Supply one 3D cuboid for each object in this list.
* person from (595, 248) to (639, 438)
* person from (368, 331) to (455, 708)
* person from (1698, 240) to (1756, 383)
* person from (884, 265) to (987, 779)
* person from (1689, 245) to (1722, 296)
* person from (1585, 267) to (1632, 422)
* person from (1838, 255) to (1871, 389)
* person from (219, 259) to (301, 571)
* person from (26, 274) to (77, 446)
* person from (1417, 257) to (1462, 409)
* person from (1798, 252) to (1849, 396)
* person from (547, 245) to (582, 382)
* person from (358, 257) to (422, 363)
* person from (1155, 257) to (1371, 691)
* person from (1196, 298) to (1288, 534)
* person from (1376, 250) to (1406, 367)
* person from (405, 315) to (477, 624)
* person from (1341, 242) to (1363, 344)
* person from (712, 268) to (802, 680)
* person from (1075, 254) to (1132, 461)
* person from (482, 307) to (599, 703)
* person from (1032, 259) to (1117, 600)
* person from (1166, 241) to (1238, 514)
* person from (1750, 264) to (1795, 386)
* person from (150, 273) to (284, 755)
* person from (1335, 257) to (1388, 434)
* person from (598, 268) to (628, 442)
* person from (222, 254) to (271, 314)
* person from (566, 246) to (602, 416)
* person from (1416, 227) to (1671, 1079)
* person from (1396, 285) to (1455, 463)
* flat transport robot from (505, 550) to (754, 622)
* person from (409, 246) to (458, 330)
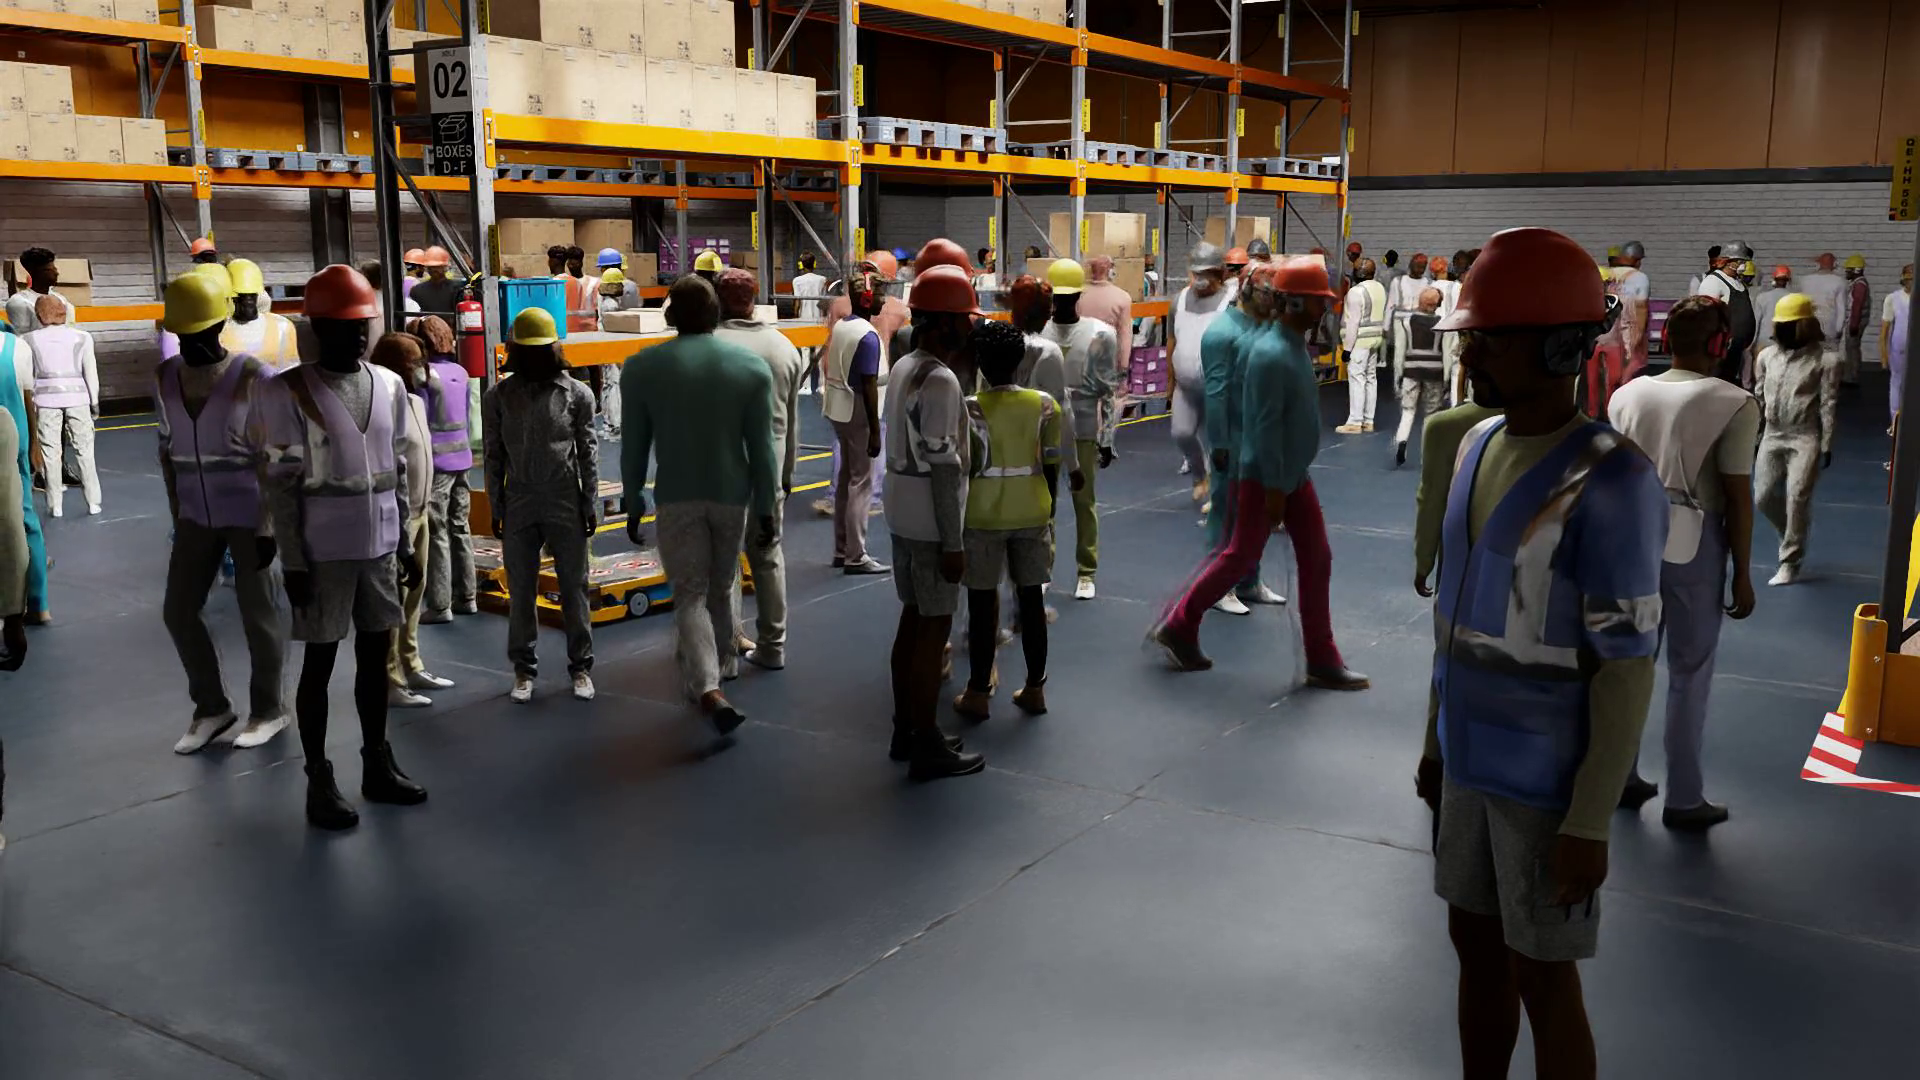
[{"bbox_3d":[-3.518,-2.011,17.066,0.414,1.939,0.605,5,11,24],"label":"person"},{"bbox_3d":[-2.426,-0.093,7.279,0.270,1.631,0.505,0,10,2],"label":"person"},{"bbox_3d":[7.732,-2.012,16.778,0.679,2.000,0.535,-9,13,-39],"label":"person"},{"bbox_3d":[-0.087,-0.065,6.302,0.387,1.930,0.544,-3,11,-18],"label":"person"},{"bbox_3d":[9.471,-2.725,20.977,0.598,1.958,0.376,-1,10,-6],"label":"person"},{"bbox_3d":[7.042,-2.116,18.222,0.579,1.727,0.611,4,11,20],"label":"person"},{"bbox_3d":[12.170,-2.968,22.708,0.449,1.818,0.594,5,11,27],"label":"person"},{"bbox_3d":[-4.181,-0.701,9.873,0.599,1.911,0.399,-9,13,-40],"label":"person"},{"bbox_3d":[-8.938,-1.774,16.300,0.577,1.737,0.354,-4,11,-23],"label":"person"},{"bbox_3d":[5.253,-2.138,18.040,0.694,1.833,0.658,-10,14,-44],"label":"person"},{"bbox_3d":[11.061,-2.760,21.416,0.882,1.874,0.642,-9,14,-42],"label":"person"},{"bbox_3d":[-4.501,-2.343,18.818,0.361,1.965,0.613,3,11,18],"label":"person"},{"bbox_3d":[-4.468,-1.235,12.891,0.660,1.903,0.858,-3,11,-18],"label":"person"},{"bbox_3d":[1.380,-0.309,7.595,0.994,1.953,0.628,6,12,30],"label":"person"},{"bbox_3d":[1.998,-0.828,11.324,0.842,1.631,0.543,-2,10,-13],"label":"person"},{"bbox_3d":[6.838,-3.680,26.491,0.518,1.874,0.329,-1,10,-8],"label":"person"},{"bbox_3d":[-2.759,-0.376,8.846,0.323,1.630,0.525,2,11,13],"label":"person"},{"bbox_3d":[6.715,-4.109,28.559,0.613,1.986,0.406,-4,11,-23],"label":"person"},{"bbox_3d":[-1.031,-0.303,7.723,0.399,1.897,0.652,10,14,43],"label":"person"},{"bbox_3d":[1.281,-1.643,15.156,0.645,1.893,0.424,5,11,24],"label":"person"},{"bbox_3d":[-1.826,-0.145,7.281,0.485,1.737,0.321,-2,10,-8],"label":"person"},{"bbox_3d":[0.586,-0.616,9.385,0.587,1.920,0.396,3,11,17],"label":"person"},{"bbox_3d":[1.831,-1.206,12.313,0.716,2.000,0.590,6,12,30],"label":"person"},{"bbox_3d":[9.448,-2.316,19.284,0.581,1.739,0.371,2,10,11],"label":"person"},{"bbox_3d":[-2.900,-0.088,6.515,0.593,1.892,0.564,2,10,9],"label":"person"},{"bbox_3d":[4.205,-2.038,17.477,0.429,1.844,0.627,9,14,42],"label":"person"},{"bbox_3d":[-3.470,-1.860,16.763,0.294,1.744,0.487,-4,11,-23],"label":"person"},{"bbox_3d":[-6.843,-1.755,15.784,0.640,1.899,1.020,-2,10,-10],"label":"person"},{"bbox_3d":[-4.383,-2.396,19.157,0.599,1.958,0.385,1,10,7],"label":"person"},{"bbox_3d":[1.066,0.429,3.246,0.373,2.043,0.614,-2,11,-13],"label":"person"},{"bbox_3d":[4.102,-1.444,14.765,0.520,1.626,0.582,6,12,29],"label":"person"},{"bbox_3d":[-1.763,0.217,9.330,0.652,0.197,1.431,8,13,39],"label":"flat transport robot"},{"bbox_3d":[-5.249,-1.986,16.855,0.624,1.972,0.774,-1,10,-6],"label":"person"}]
